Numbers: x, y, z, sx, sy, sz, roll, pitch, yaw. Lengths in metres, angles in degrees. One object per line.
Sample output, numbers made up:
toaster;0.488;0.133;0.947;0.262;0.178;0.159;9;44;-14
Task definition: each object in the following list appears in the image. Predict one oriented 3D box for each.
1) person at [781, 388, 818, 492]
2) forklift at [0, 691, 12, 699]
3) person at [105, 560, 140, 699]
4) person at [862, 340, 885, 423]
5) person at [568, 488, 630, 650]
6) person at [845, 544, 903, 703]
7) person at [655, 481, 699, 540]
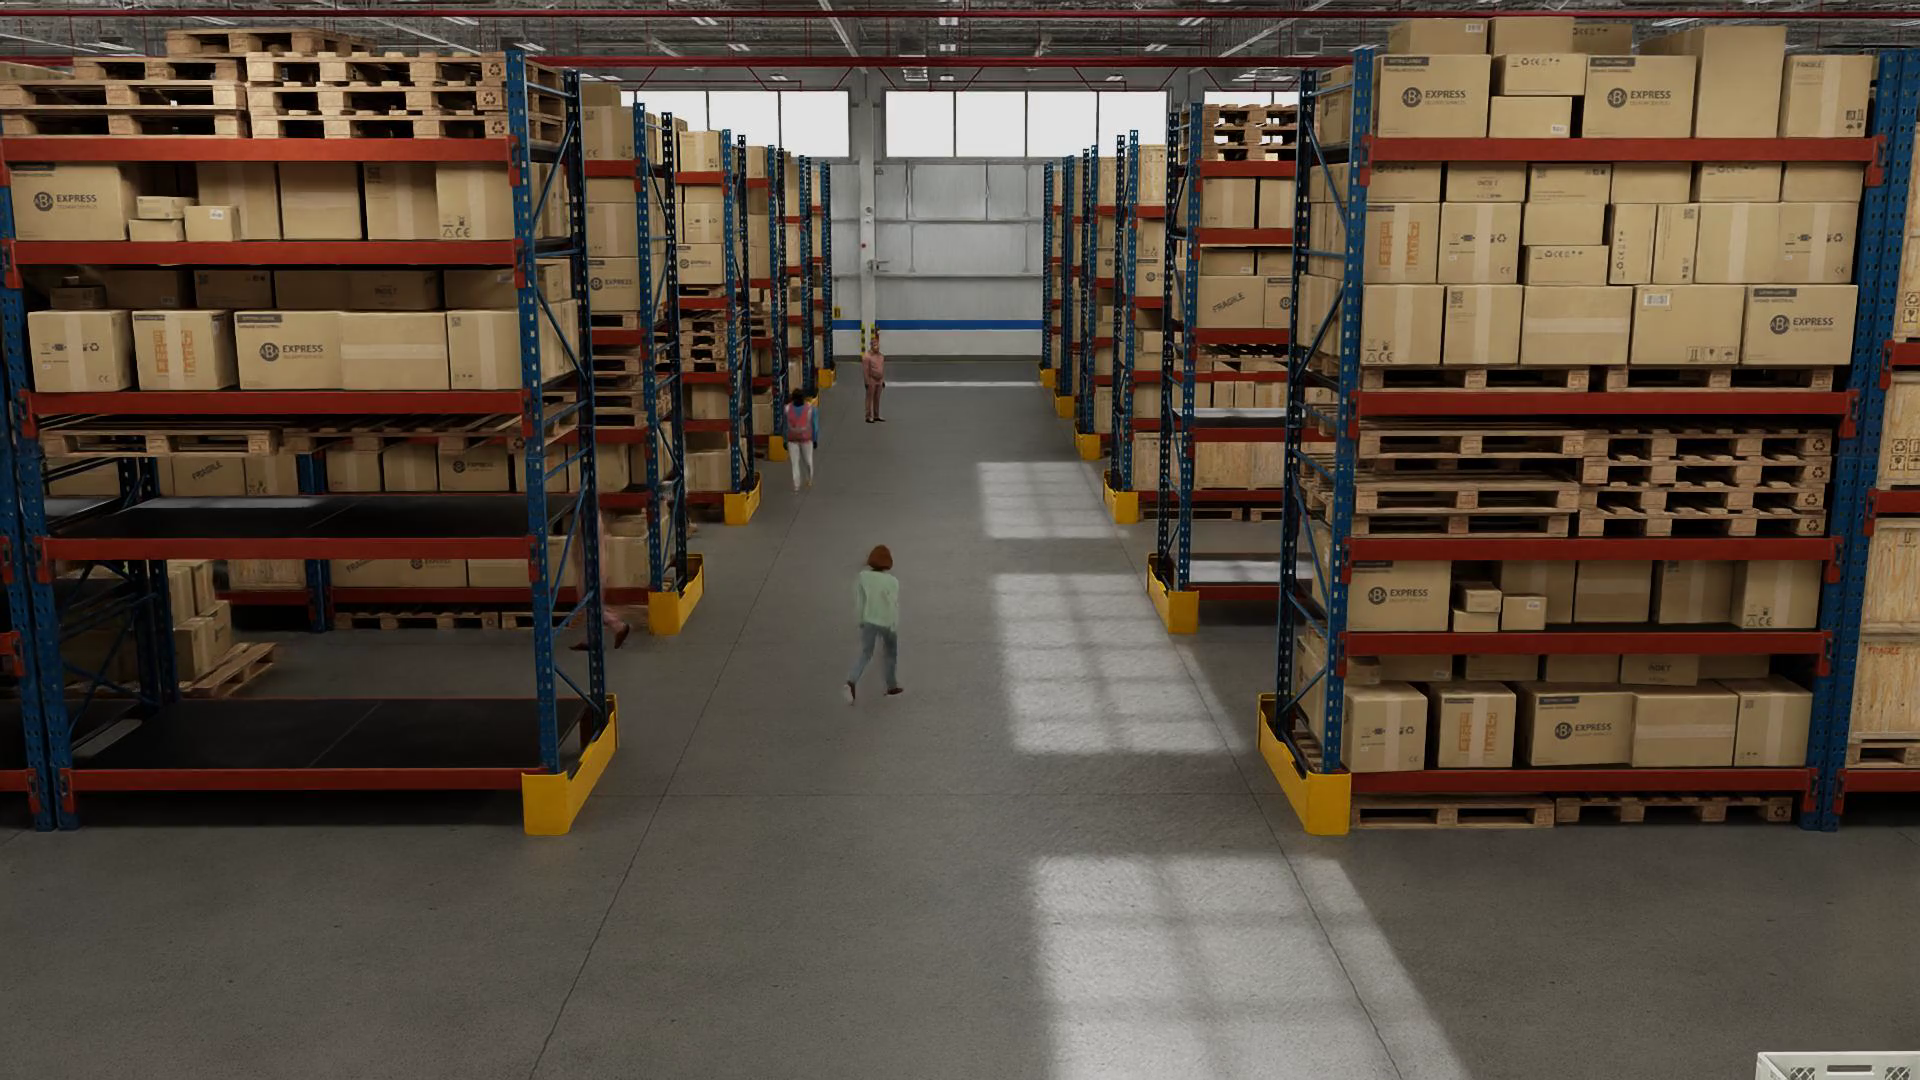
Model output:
person;-2.789;-1.737;28.927;0.624;1.832;0.433;0;11;1
forklift;-10.362;0.193;16.744;1.873;2.768;1.129;0;11;-1
person;-8.295;0.834;16.510;0.316;1.695;0.542;-11;16;-43
person;-1.949;-3.649;38.210;0.400;1.910;0.643;10;15;41
person;-4.060;0.339;18.505;0.613;1.886;0.651;0;11;0
person;-0.858;0.843;16.706;0.504;1.608;0.746;7;13;32
person;-4.362;-0.939;24.558;0.992;2.008;0.622;-7;13;-30
